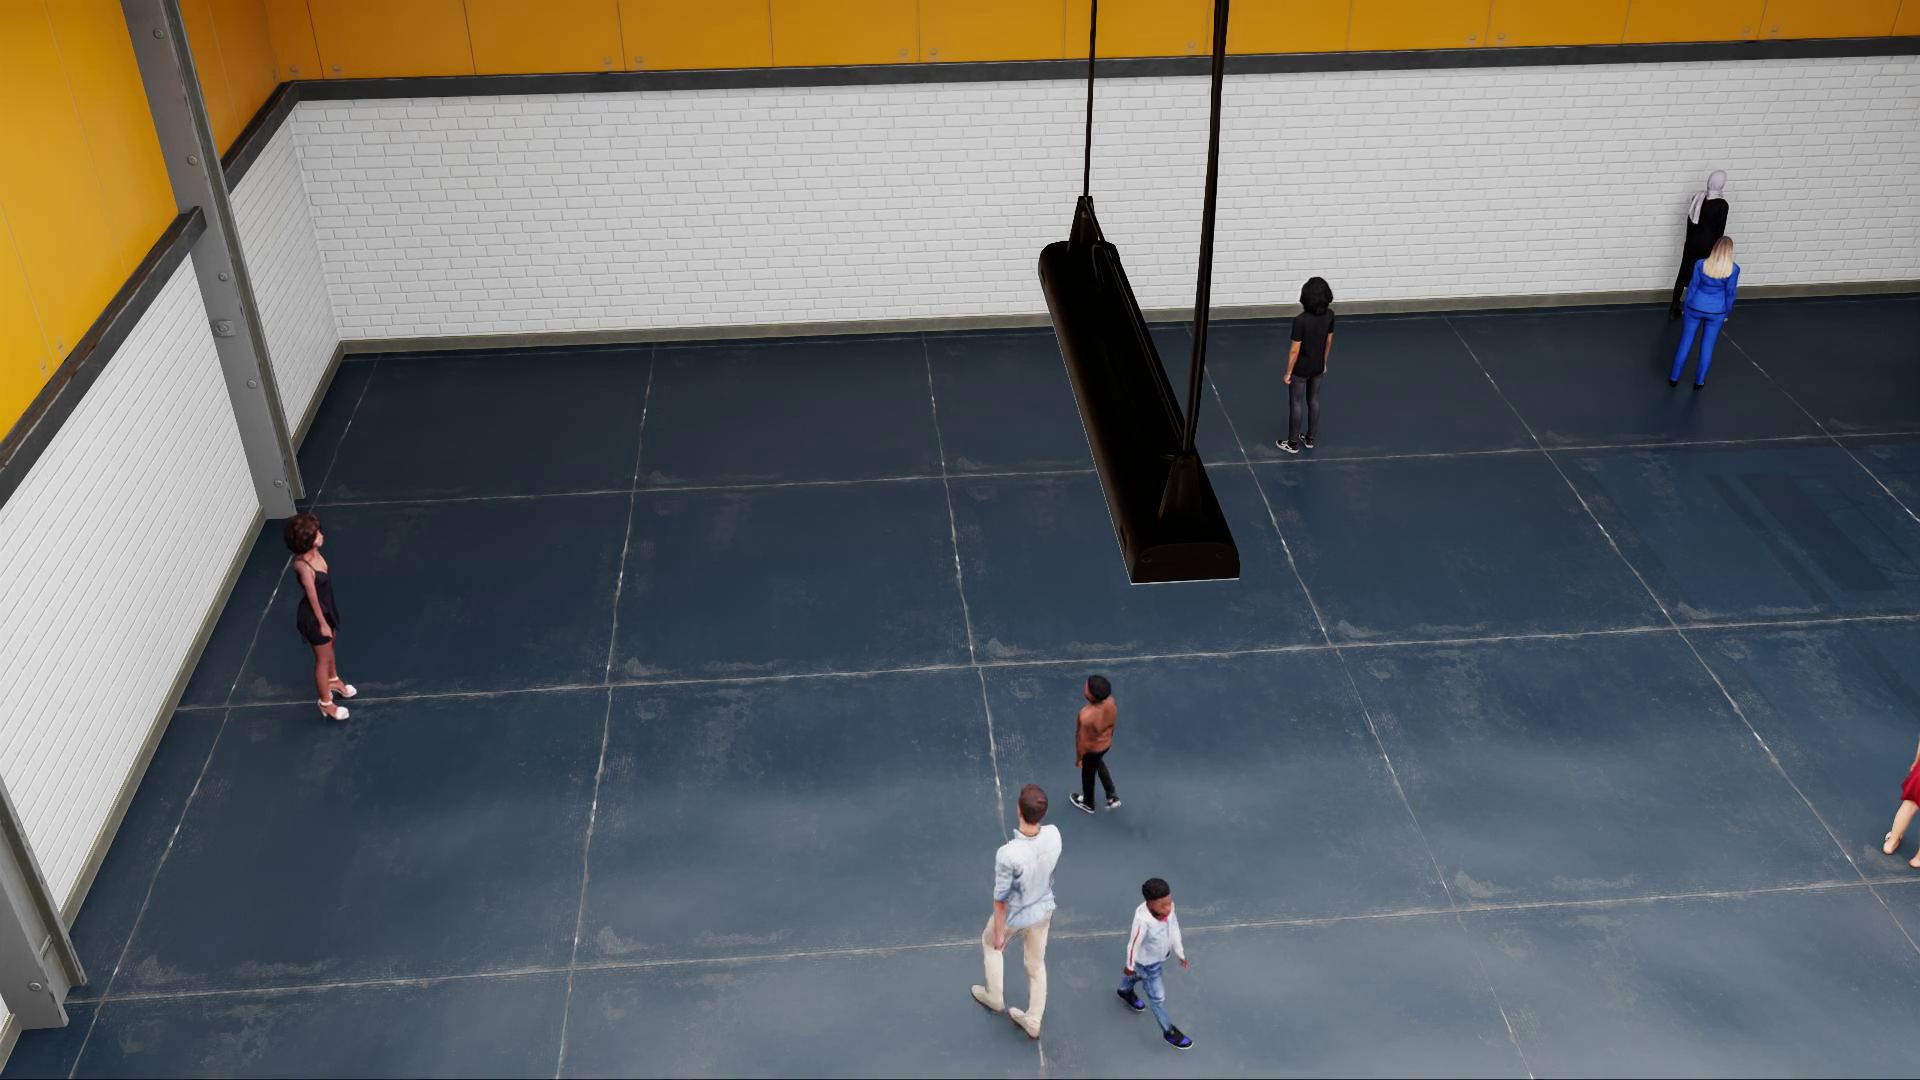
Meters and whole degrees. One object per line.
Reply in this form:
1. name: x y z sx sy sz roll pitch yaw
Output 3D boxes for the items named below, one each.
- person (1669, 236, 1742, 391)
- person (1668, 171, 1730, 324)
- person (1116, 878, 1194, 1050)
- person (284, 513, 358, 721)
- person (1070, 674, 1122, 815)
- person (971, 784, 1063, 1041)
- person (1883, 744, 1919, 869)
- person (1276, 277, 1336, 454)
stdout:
1. person: 7.738 -2.360 17.263 0.710 1.701 0.715 14 36 20
2. person: 8.259 -3.262 18.548 0.743 1.780 0.630 -21 39 -28
3. person: 1.138 2.531 10.334 0.898 1.226 0.829 26 42 34
4. person: -4.925 0.583 12.760 0.623 1.783 0.505 -4 34 -7
5. person: 1.010 1.489 11.880 0.768 1.250 0.704 29 43 36
6. person: 0.450 2.326 10.102 0.866 1.824 0.944 -22 39 -29
7. person: 6.746 1.596 11.444 0.735 1.554 0.675 -26 42 -34
8. person: 3.381 -1.702 16.151 0.696 1.836 0.654 -15 36 -21
